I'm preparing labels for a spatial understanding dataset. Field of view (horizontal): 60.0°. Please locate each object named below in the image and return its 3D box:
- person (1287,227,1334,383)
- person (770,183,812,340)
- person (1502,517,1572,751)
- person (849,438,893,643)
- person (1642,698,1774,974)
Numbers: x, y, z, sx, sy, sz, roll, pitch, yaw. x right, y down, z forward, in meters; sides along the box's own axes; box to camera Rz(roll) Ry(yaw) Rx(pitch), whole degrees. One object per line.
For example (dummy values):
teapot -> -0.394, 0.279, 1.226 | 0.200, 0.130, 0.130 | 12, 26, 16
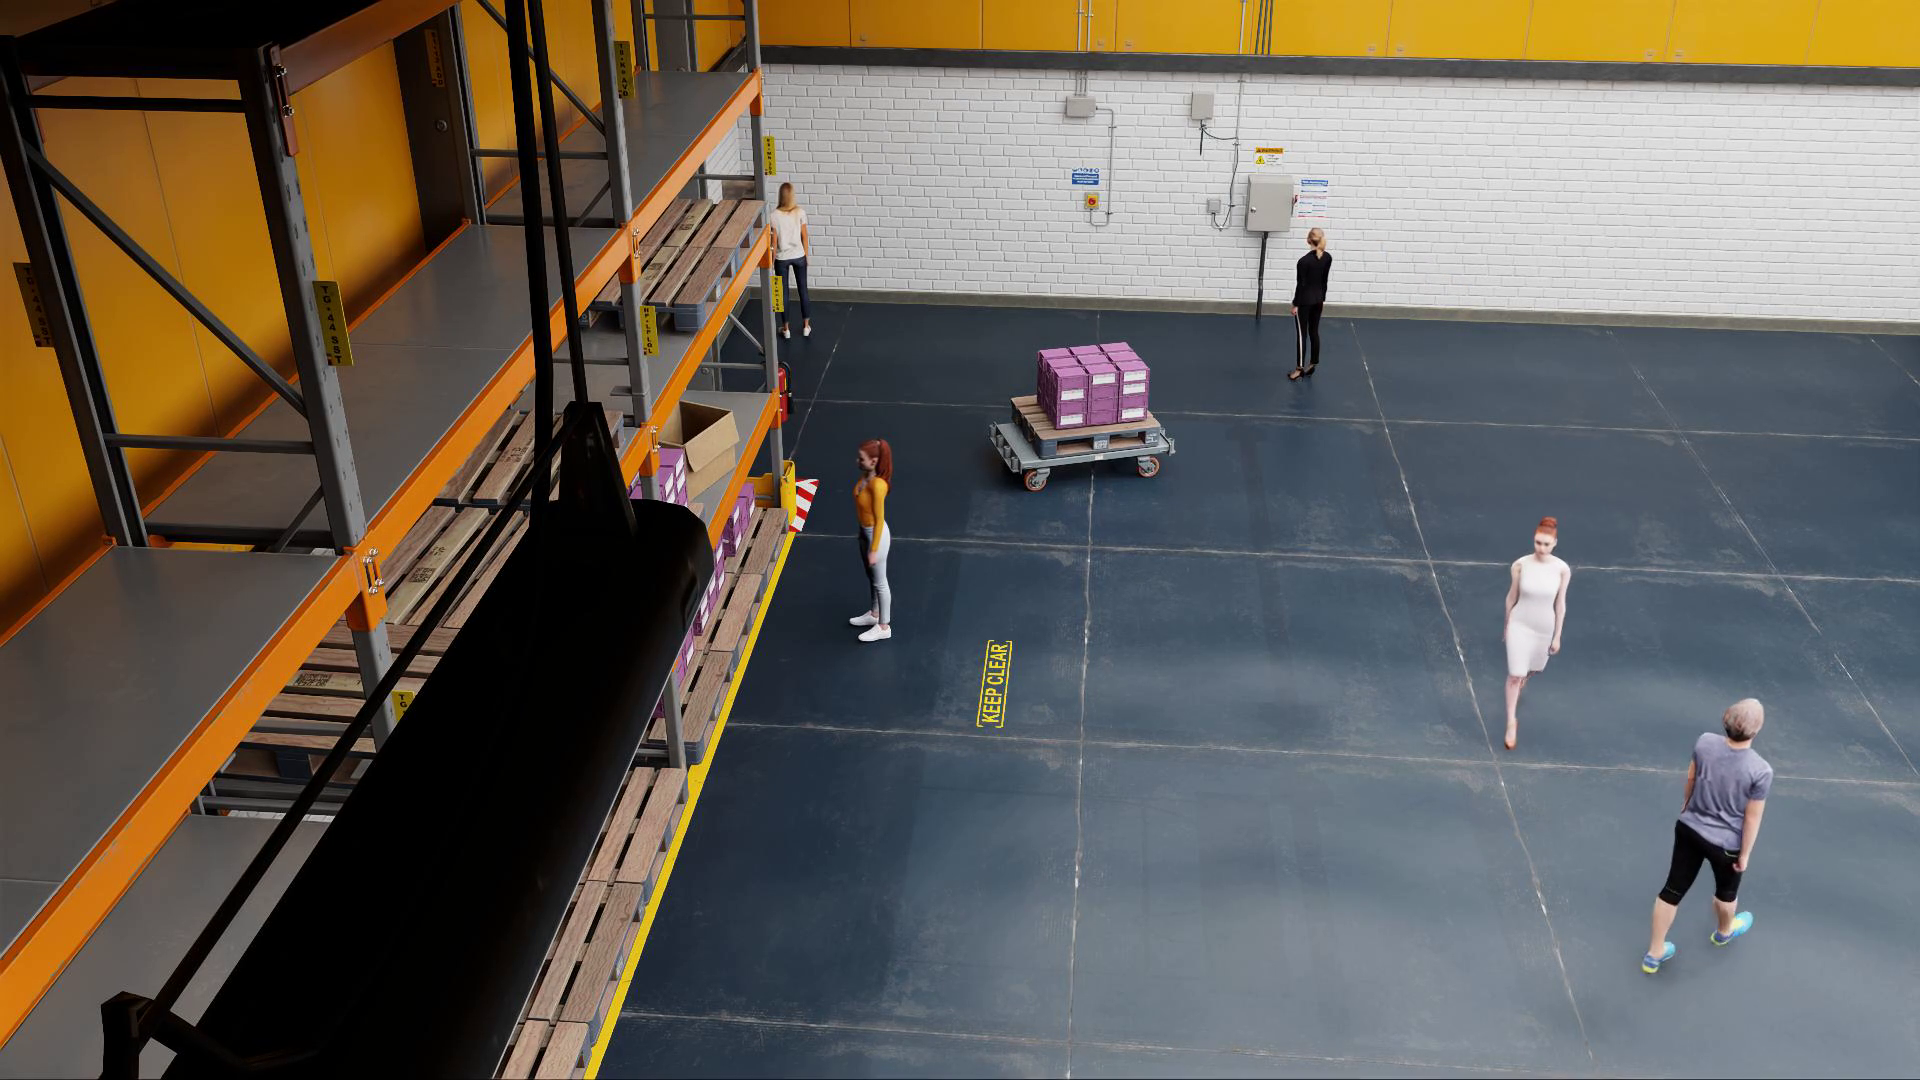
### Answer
person -> 3.763, -2.532, 17.890 | 0.695, 1.707, 0.724 | -16, 32, -27
person -> -1.932, -3.192, 18.996 | 0.662, 1.806, 0.620 | -7, 29, -13
person -> 4.147, 0.627, 12.033 | 0.681, 1.769, 1.083 | 7, 29, 13
person -> -0.684, -0.016, 13.232 | 0.722, 1.750, 0.618 | -8, 30, -14
person -> 4.376, 1.801, 9.796 | 1.160, 1.851, 1.114 | -20, 35, -33
